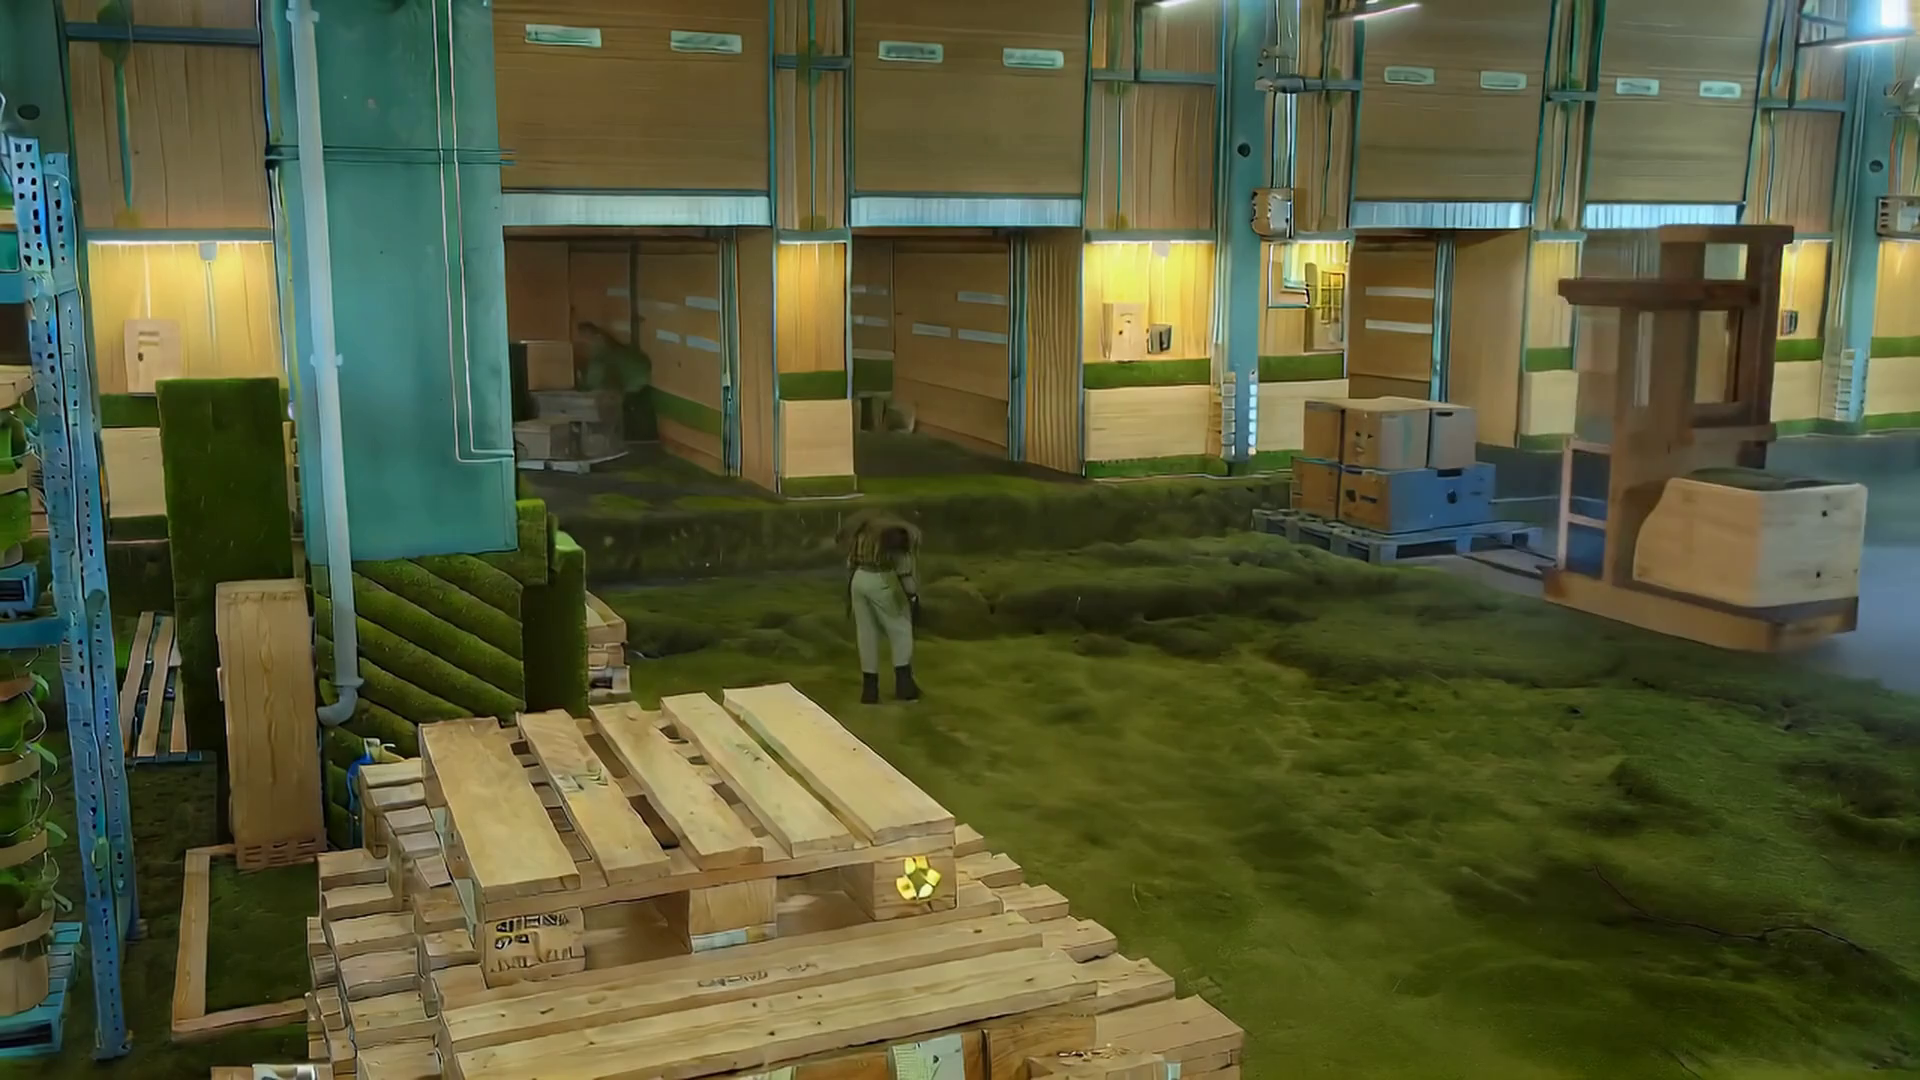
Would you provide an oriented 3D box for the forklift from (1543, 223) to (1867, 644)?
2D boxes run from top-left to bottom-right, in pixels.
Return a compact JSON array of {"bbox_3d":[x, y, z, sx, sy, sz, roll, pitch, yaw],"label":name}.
[{"bbox_3d":[5.296,-0.822,11.716,1.129,2.768,1.873,-4,11,-23],"label":"forklift"}]
